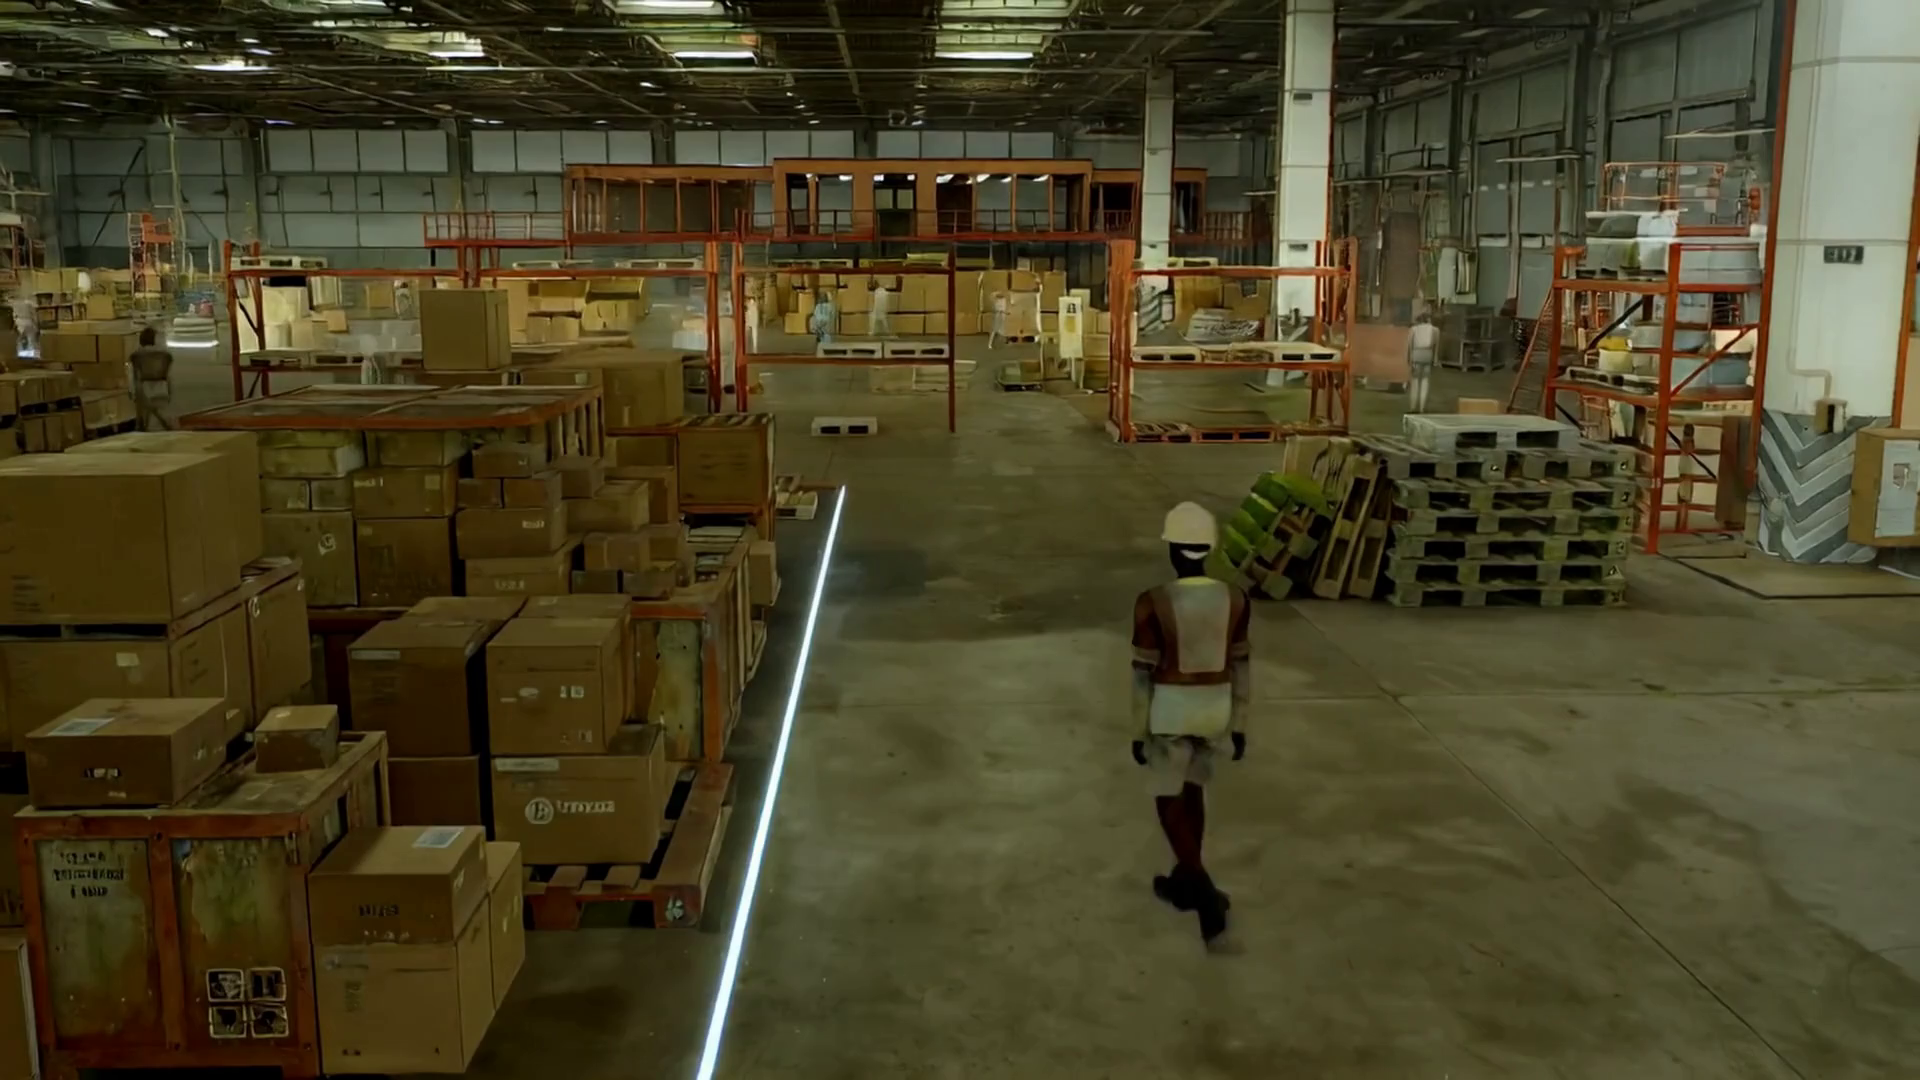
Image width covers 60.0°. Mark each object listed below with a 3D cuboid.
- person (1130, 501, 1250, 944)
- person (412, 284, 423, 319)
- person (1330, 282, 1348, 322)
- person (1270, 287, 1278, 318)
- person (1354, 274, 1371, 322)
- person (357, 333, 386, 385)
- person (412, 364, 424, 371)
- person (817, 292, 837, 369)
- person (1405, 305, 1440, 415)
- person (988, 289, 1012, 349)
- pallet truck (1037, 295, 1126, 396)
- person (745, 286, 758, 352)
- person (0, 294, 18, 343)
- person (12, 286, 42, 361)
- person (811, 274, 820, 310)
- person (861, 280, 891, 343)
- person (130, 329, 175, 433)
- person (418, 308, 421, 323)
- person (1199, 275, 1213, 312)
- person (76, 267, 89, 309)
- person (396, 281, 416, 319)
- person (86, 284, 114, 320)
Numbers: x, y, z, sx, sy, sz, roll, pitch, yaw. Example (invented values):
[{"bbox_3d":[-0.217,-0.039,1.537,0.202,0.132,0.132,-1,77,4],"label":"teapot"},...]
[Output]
[{"bbox_3d":[1.027,0.794,7.282,0.547,1.917,0.809,-3,11,-17],"label":"person"},{"bbox_3d":[-14.526,-5.879,44.461,0.930,1.896,0.569,-3,11,-15],"label":"person"},{"bbox_3d":[11.765,-7.096,51.524,0.618,1.806,0.942,1,10,7],"label":"person"},{"bbox_3d":[8.845,-6.173,46.030,0.624,1.927,0.780,8,13,38],"label":"person"},{"bbox_3d":[14.282,-8.429,58.729,0.609,1.870,0.974,-2,10,-9],"label":"person"},{"bbox_3d":[-7.601,-1.731,21.440,0.419,1.868,0.610,0,10,0],"label":"person"},{"bbox_3d":[-6.283,-1.486,19.978,0.428,1.913,0.597,8,13,36],"label":"person"},{"bbox_3d":[-3.196,-5.019,39.850,0.429,1.840,0.624,-7,12,-33],"label":"person"},{"bbox_3d":[8.173,-3.175,29.359,0.579,1.903,0.846,3,11,16],"label":"person"},{"bbox_3d":[1.137,-6.287,47.264,0.494,1.709,0.858,9,14,42],"label":"person"},{"bbox_3d":[2.483,-3.881,33.060,1.885,1.965,0.823,-7,13,-36],"label":"pallet truck"},{"bbox_3d":[-5.804,-6.099,45.883,0.521,1.824,0.587,-5,11,-25],"label":"person"},{"bbox_3d":[-21.450,-4.586,37.366,0.530,1.863,0.321,1,10,4],"label":"person"},{"bbox_3d":[-23.540,-5.431,41.867,0.618,1.937,0.855,0,10,2],"label":"person"},{"bbox_3d":[-5.262,-8.797,60.764,0.337,1.882,0.584,1,10,7],"label":"person"},{"bbox_3d":[-2.471,-6.822,49.761,1.056,1.879,0.643,6,12,32],"label":"person"},{"bbox_3d":[-10.936,-1.928,22.599,0.959,1.864,0.588,8,13,38],"label":"person"},{"bbox_3d":[-12.220,-4.749,38.311,0.531,1.849,0.672,-10,14,-43],"label":"person"},{"bbox_3d":[10.573,-10.768,71.470,0.612,1.986,0.407,3,11,19],"label":"person"},{"bbox_3d":[-39.212,-11.270,74.478,0.647,1.908,0.409,5,11,24],"label":"person"},{"bbox_3d":[-15.881,-6.473,47.718,0.562,1.918,0.554,-4,11,-19],"label":"person"},{"bbox_3d":[-21.344,-5.363,41.324,0.623,1.993,0.384,-6,12,-30],"label":"person"}]
